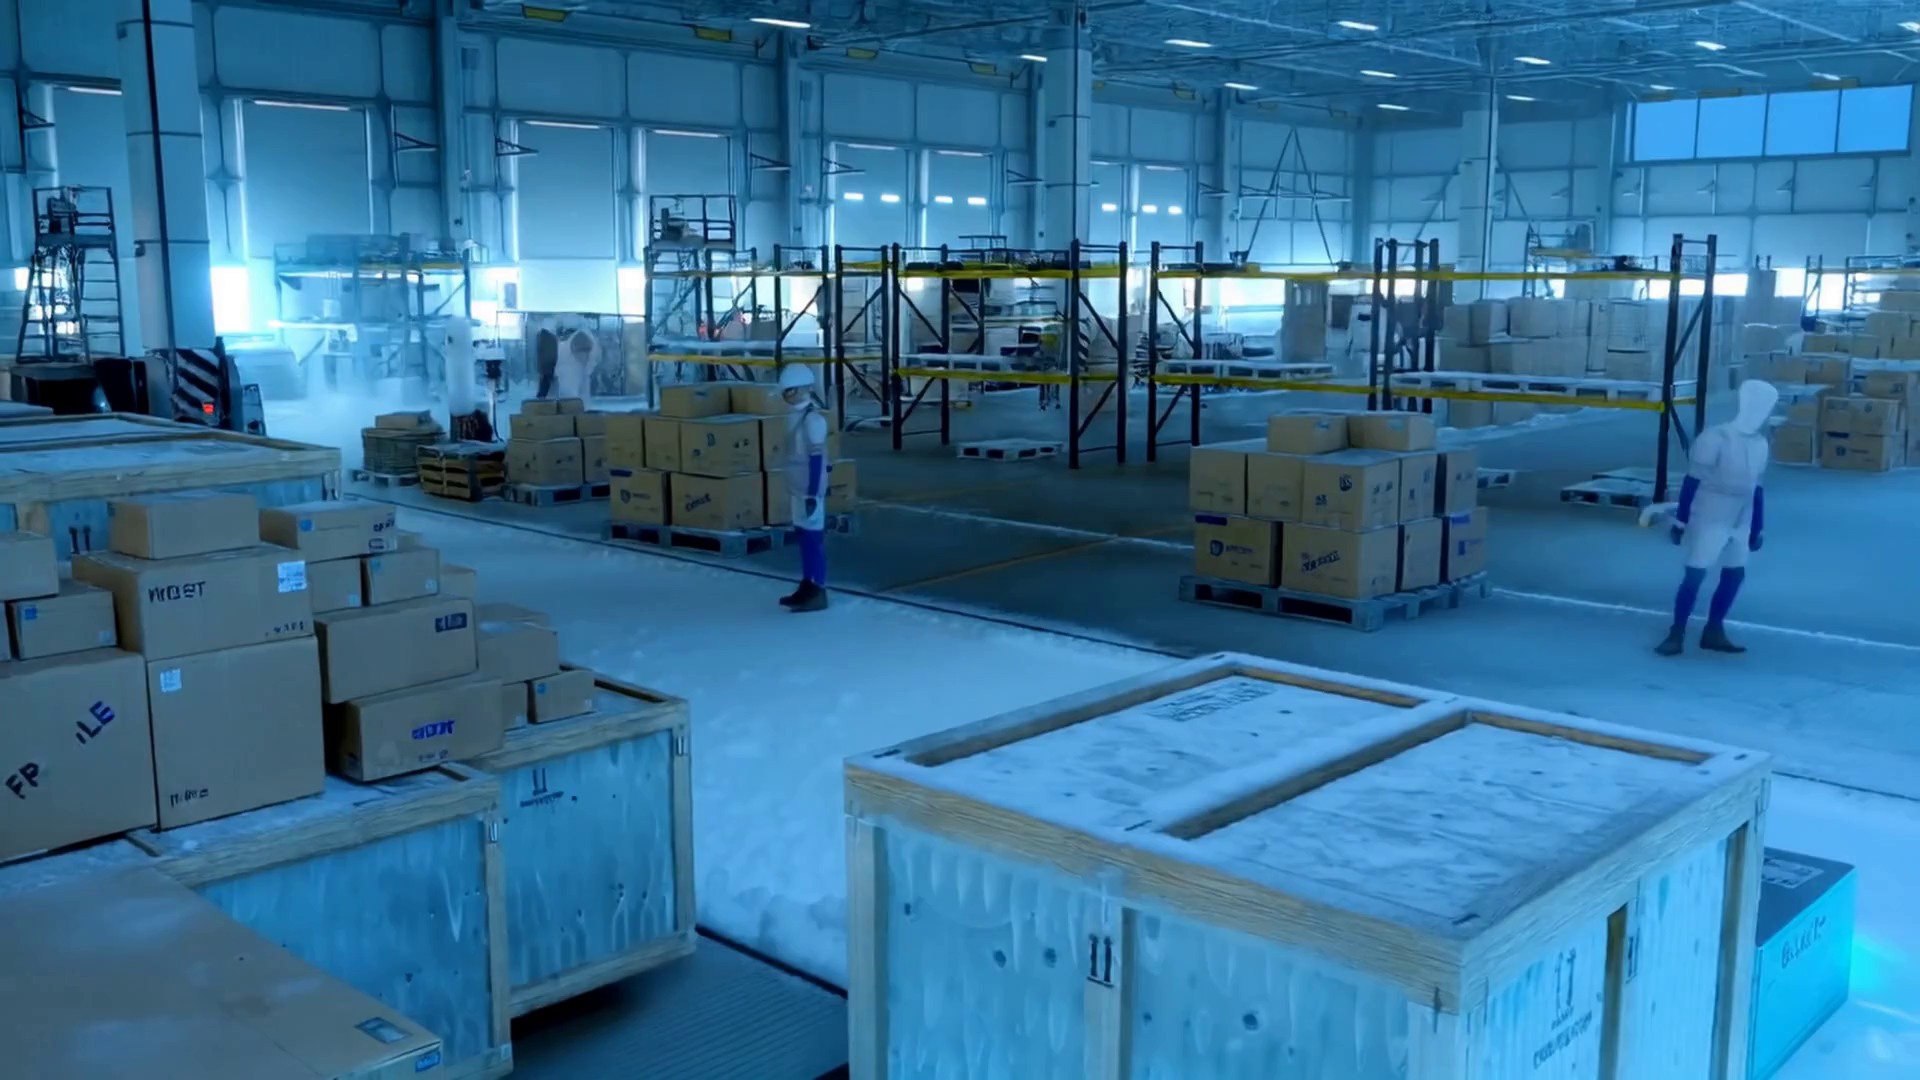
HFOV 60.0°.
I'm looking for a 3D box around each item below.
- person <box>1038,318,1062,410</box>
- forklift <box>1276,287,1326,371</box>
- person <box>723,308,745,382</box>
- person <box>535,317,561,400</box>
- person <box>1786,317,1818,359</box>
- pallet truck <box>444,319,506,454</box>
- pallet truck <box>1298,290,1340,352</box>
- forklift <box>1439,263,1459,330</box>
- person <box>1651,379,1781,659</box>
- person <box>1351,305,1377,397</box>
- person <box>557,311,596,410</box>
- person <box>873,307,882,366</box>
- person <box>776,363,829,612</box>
[{"bbox_3d":[1.720,-3.327,31.460,0.485,1.735,0.330,-5,10,-27],"label":"person"},{"bbox_3d":[8.759,-5.708,42.543,1.129,2.768,1.873,0,9,2],"label":"forklift"},{"bbox_3d":[-4.193,-3.357,31.041,0.366,1.932,0.629,-6,11,-34],"label":"person"},{"bbox_3d":[-7.078,-2.985,29.136,0.919,1.801,0.640,-1,9,-9],"label":"person"},{"bbox_3d":[13.660,-2.665,26.929,0.631,1.894,1.020,9,13,44],"label":"person"},{"bbox_3d":[-6.981,-1.942,22.150,1.885,1.965,0.823,1,9,9],"label":"pallet truck"},{"bbox_3d":[11.297,-6.951,52.861,1.885,1.965,0.823,-5,11,-29],"label":"pallet truck"},{"bbox_3d":[13.677,-6.389,46.716,1.873,2.768,1.129,3,10,17],"label":"forklift"},{"bbox_3d":[5.112,-0.128,11.274,0.781,1.926,0.413,-3,10,-18],"label":"person"},{"bbox_3d":[8.450,-3.937,34.688,0.584,1.906,0.632,8,13,42],"label":"person"},{"bbox_3d":[-6.354,-2.811,27.346,0.702,2.000,0.942,9,13,43],"label":"person"},{"bbox_3d":[-2.165,-5.389,44.417,0.312,1.633,0.520,0,9,-2],"label":"person"},{"bbox_3d":[-1.233,-0.409,12.979,0.381,1.934,0.545,-4,10,-24],"label":"person"}]
